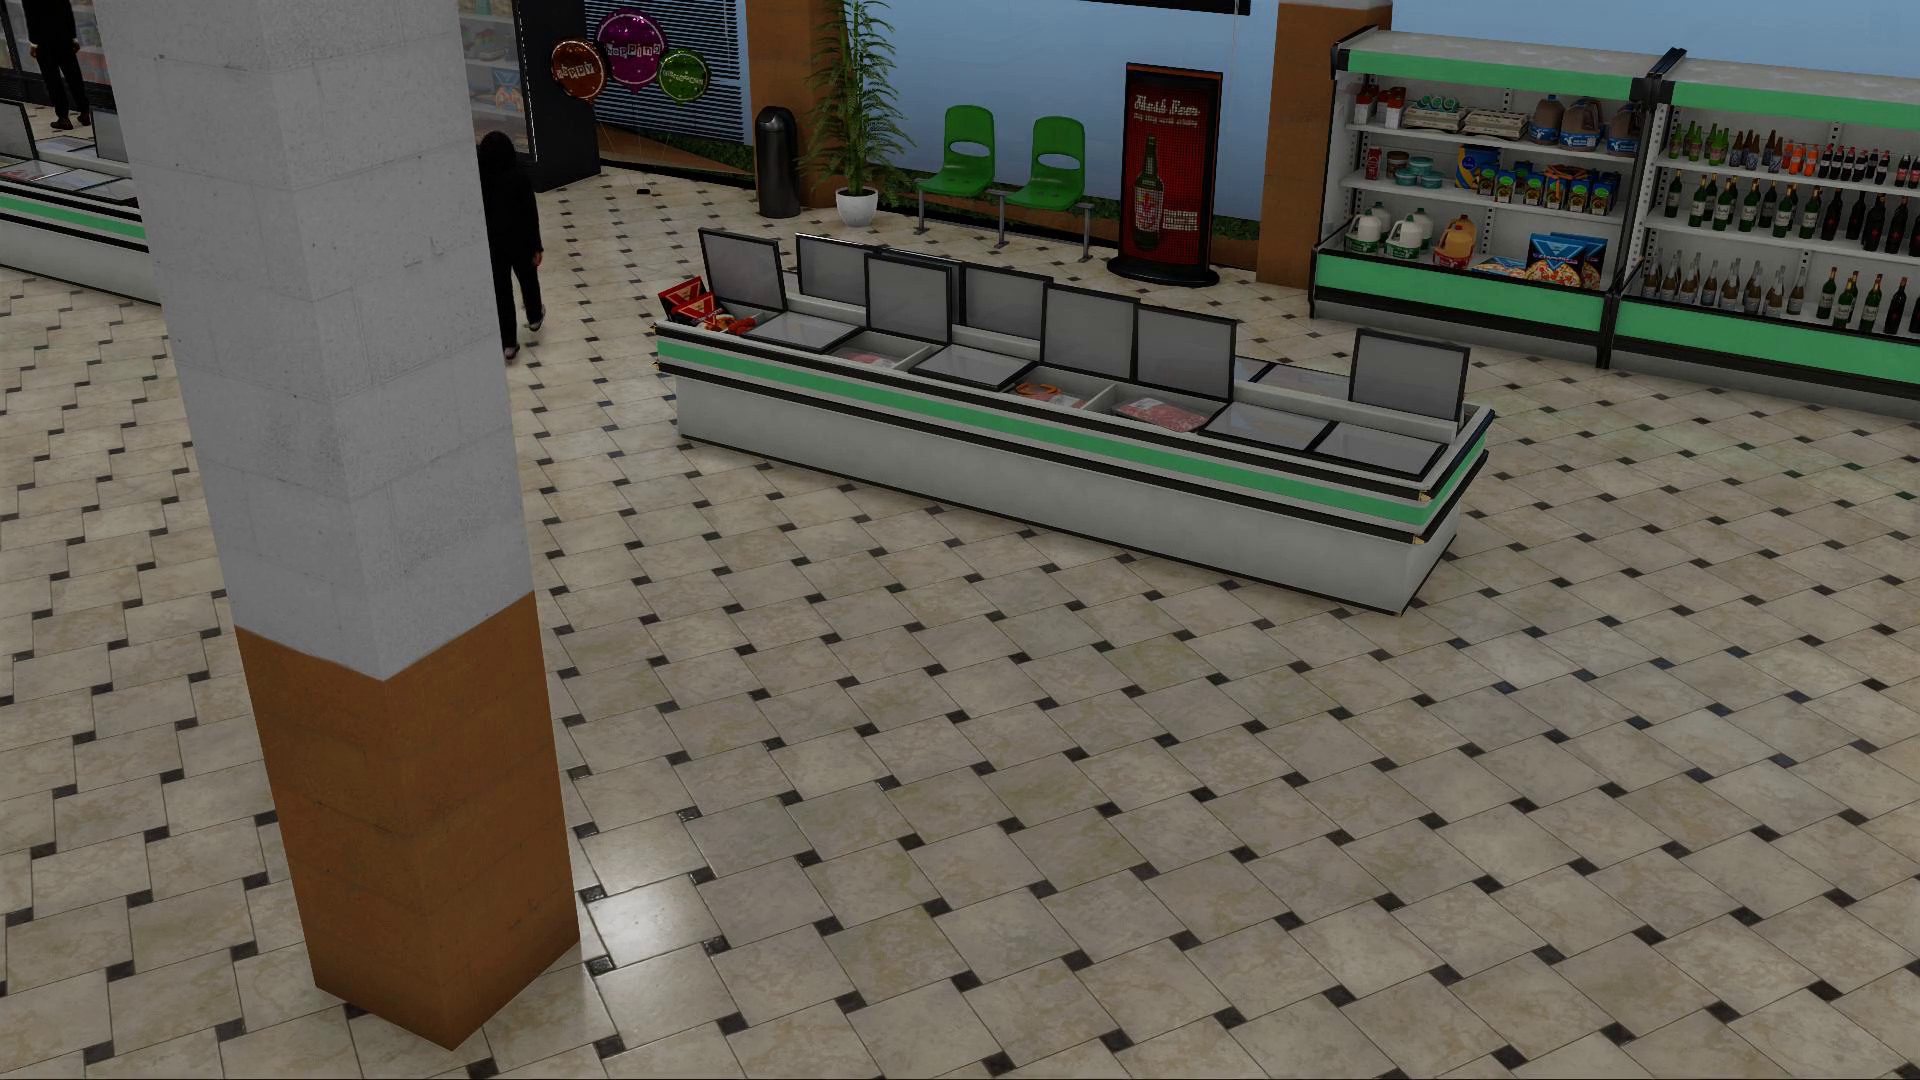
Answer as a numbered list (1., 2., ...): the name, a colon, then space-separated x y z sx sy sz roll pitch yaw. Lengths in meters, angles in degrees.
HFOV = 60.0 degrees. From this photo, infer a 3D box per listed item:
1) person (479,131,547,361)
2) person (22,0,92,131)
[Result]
1. person: -3.254 -2.068 11.903 1.127 1.569 1.083 -1 27 -3
2. person: -10.005 -5.522 18.344 0.645 1.905 0.711 19 32 33
